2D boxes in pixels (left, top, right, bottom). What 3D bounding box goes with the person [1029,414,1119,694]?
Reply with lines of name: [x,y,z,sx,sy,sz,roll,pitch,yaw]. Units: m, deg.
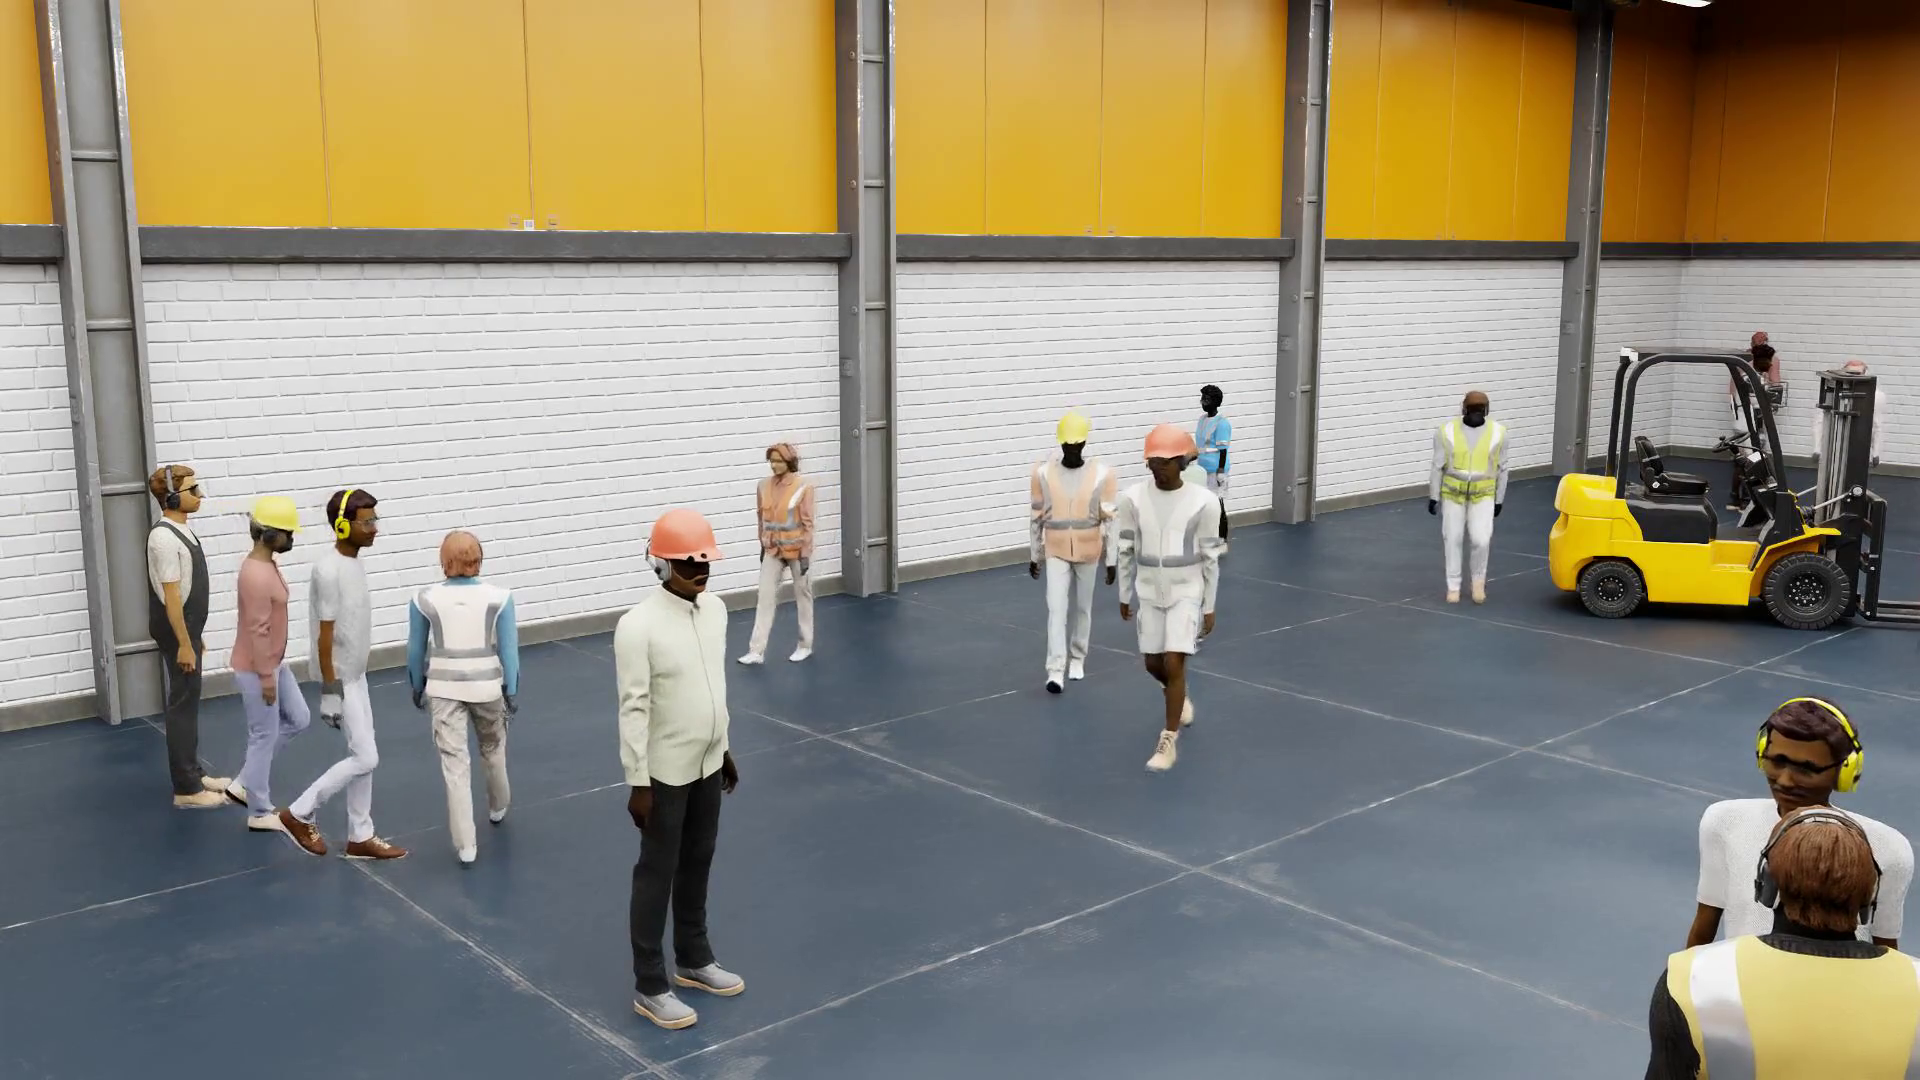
person: [0.763,0.094,11.251,0.615,1.873,0.970,1,10,7]

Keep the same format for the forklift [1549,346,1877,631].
forklift: [6.109,-0.478,13.691,2.313,2.155,1.214,3,10,16]

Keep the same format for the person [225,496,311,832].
person: [-3.494,0.638,8.447,0.398,1.735,0.566,-3,10,-17]

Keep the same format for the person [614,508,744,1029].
person: [-1.067,0.860,6.436,0.395,1.992,0.622,5,11,28]

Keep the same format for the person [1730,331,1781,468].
person: [11.014,-1.930,23.030,0.651,1.906,0.403,9,13,43]

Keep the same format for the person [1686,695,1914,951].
person: [2.108,1.298,4.256,0.532,1.864,0.312,6,11,31]

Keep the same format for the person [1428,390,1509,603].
person: [4.295,-0.355,14.084,0.644,1.824,0.510,3,10,17]

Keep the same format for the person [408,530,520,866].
person: [-2.458,0.743,8.265,0.529,1.593,0.834,-3,10,-16]

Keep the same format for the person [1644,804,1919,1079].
person: [1.717,1.447,3.453,0.634,1.841,0.429,2,10,12]

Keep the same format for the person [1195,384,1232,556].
person: [2.488,-0.689,16.412,0.321,1.694,0.537,-3,10,-17]

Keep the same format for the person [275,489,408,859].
person: [-2.990,0.670,7.978,0.501,1.852,0.550,0,10,-2]

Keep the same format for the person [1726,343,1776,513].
person: [9.092,-1.281,19.115,0.400,1.951,0.620,1,10,8]

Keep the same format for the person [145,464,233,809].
person: [-4.141,0.514,8.905,0.345,1.847,0.508,-4,10,-21]

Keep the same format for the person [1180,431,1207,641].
person: [1.679,-0.012,12.601,0.270,1.631,0.507,9,14,44]

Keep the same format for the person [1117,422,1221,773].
person: [1.244,0.288,9.755,0.620,2.015,0.846,4,11,24]

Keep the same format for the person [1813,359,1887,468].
person: [9.345,-0.974,17.498,0.654,1.882,0.747,6,11,30]

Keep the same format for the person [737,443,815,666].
person: [-1.299,0.122,11.865,0.545,1.602,0.780,5,11,28]
